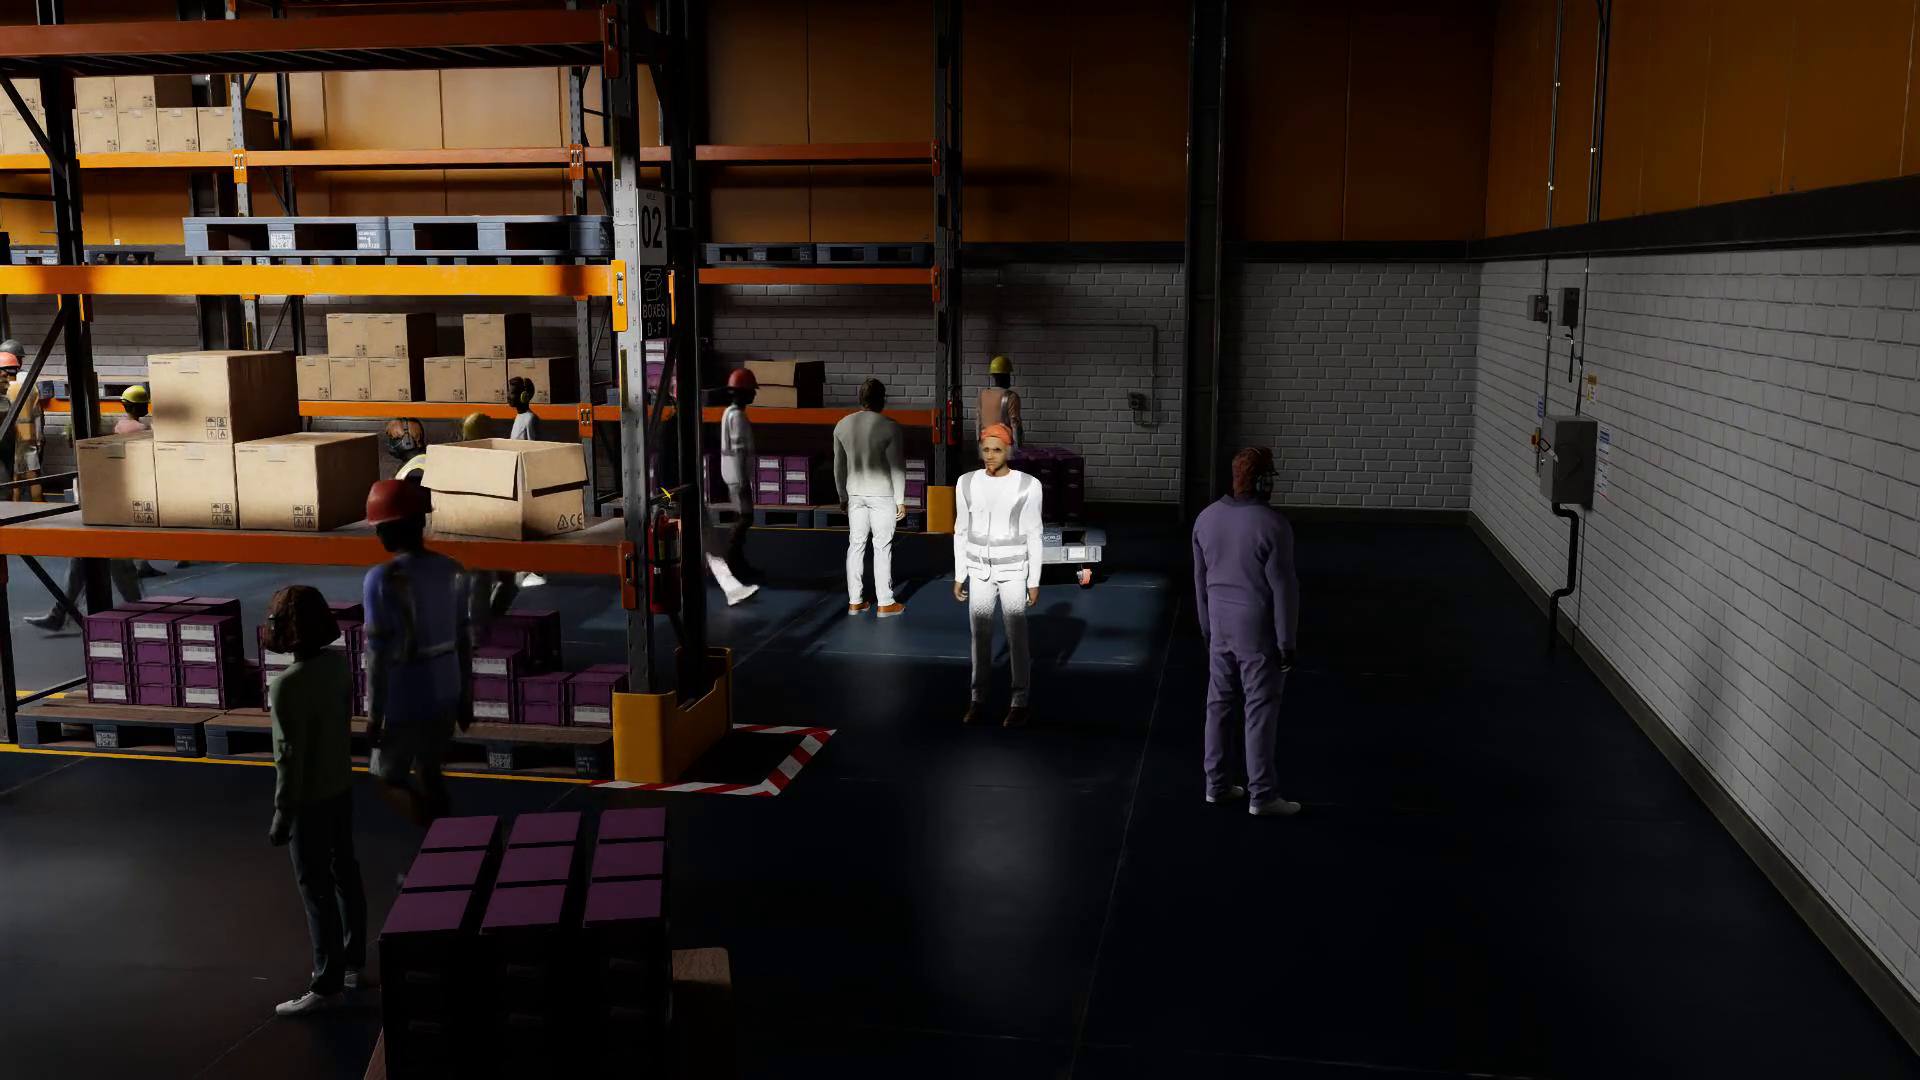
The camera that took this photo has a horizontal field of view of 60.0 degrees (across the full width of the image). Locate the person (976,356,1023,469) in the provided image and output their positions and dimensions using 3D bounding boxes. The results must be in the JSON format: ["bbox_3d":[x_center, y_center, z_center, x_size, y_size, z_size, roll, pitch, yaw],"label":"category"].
[{"bbox_3d":[0.425,-0.938,17.248,0.589,1.930,0.360,8,12,41],"label":"person"}]

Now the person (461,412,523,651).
[{"bbox_3d":[-3.405,-0.021,11.931,0.430,1.808,0.615,1,9,9],"label":"person"}]

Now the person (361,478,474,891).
[{"bbox_3d":[-2.308,0.684,7.240,0.583,1.915,0.556,5,10,26],"label":"person"}]

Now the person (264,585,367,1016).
[{"bbox_3d":[-2.447,0.976,6.293,0.284,1.632,0.497,1,9,5],"label":"person"}]

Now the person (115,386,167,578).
[{"bbox_3d":[-7.553,-0.537,15.302,0.522,1.758,0.350,7,11,36],"label":"person"}]

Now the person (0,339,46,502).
[{"bbox_3d":[-10.668,-1.255,18.872,0.677,2.000,0.536,1,9,6],"label":"person"}]

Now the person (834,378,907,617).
[{"bbox_3d":[-0.721,-0.342,13.520,0.635,1.937,0.353,4,10,25],"label":"person"}]

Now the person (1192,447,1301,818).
[{"bbox_3d":[1.500,0.471,8.579,0.409,1.908,0.640,-8,12,-39],"label":"person"}]

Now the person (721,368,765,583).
[{"bbox_3d":[-1.972,-0.582,15.030,0.399,1.934,0.567,-2,9,-12],"label":"person"}]

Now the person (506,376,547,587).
[{"bbox_3d":[-3.892,-0.523,14.846,0.328,1.876,0.514,-5,10,-28],"label":"person"}]

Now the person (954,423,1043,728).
[{"bbox_3d":[0.234,0.216,10.256,0.577,1.879,0.350,4,10,22],"label":"person"}]

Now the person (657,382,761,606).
[{"bbox_3d":[-2.195,-0.368,13.668,1.057,1.931,0.606,3,10,19],"label":"person"}]

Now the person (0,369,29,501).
[{"bbox_3d":[-9.636,-0.812,16.776,0.515,1.829,0.549,2,9,12],"label":"person"}]

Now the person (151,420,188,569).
[{"bbox_3d":[-7.372,-0.643,15.889,0.621,1.793,0.636,-6,11,-32],"label":"person"}]

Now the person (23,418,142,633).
[{"bbox_3d":[-6.737,-0.105,12.765,0.873,1.693,0.508,-6,11,-33],"label":"person"}]

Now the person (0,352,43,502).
[{"bbox_3d":[-10.259,-1.072,18.062,0.361,1.935,0.544,6,11,32],"label":"person"}]

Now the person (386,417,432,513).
[{"bbox_3d":[-3.661,0.089,11.183,0.429,1.836,0.626,-4,10,-21],"label":"person"}]
